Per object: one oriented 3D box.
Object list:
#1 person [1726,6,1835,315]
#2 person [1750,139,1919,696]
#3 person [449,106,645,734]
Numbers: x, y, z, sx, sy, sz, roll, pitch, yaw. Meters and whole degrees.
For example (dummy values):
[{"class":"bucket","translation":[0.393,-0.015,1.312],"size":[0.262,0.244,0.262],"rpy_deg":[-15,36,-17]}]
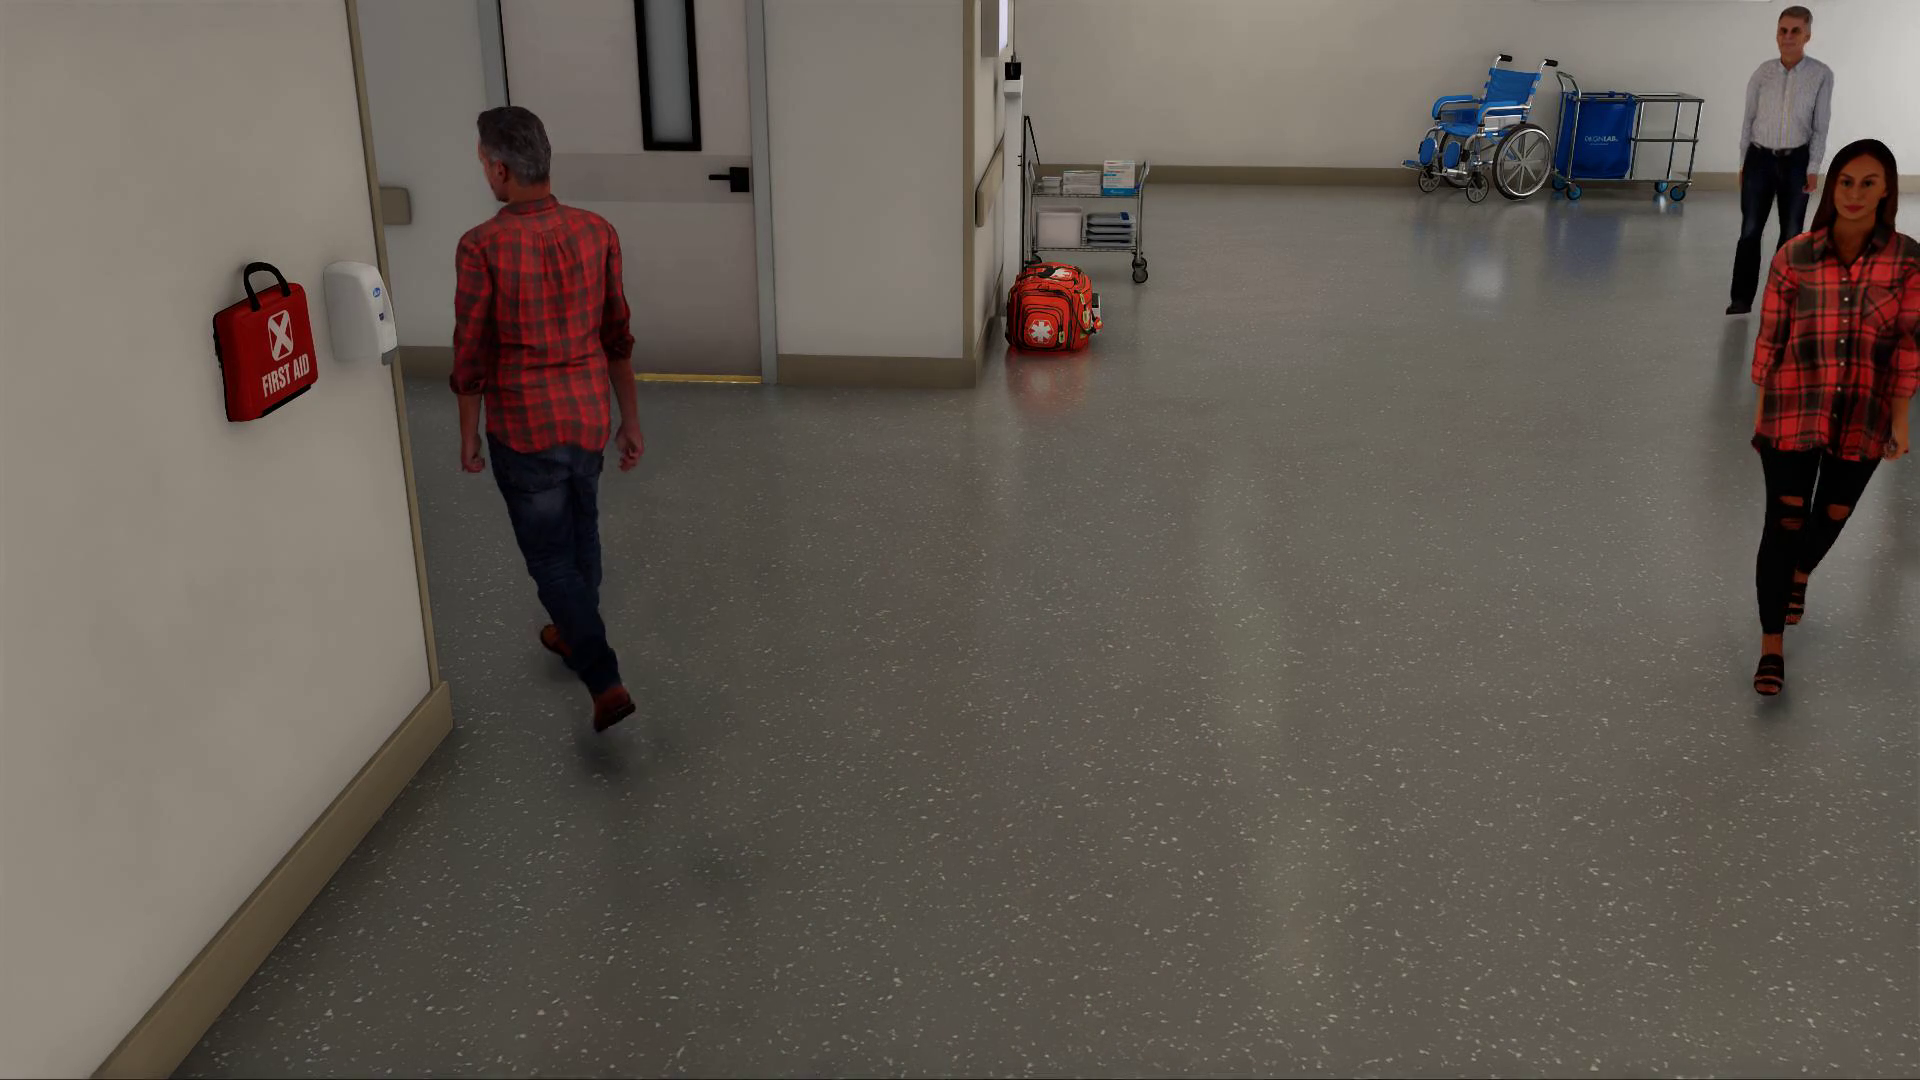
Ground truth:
[{"class":"person","translation":[4.962,-2.266,10.020],"size":[0.977,1.794,1.209],"rpy_deg":[13,24,30]},{"class":"person","translation":[2.743,-0.392,5.248],"size":[0.824,1.670,1.147],"rpy_deg":[8,22,21]},{"class":"person","translation":[-1.160,-0.300,4.820],"size":[1.177,1.800,1.238],"rpy_deg":[-15,25,-34]}]
